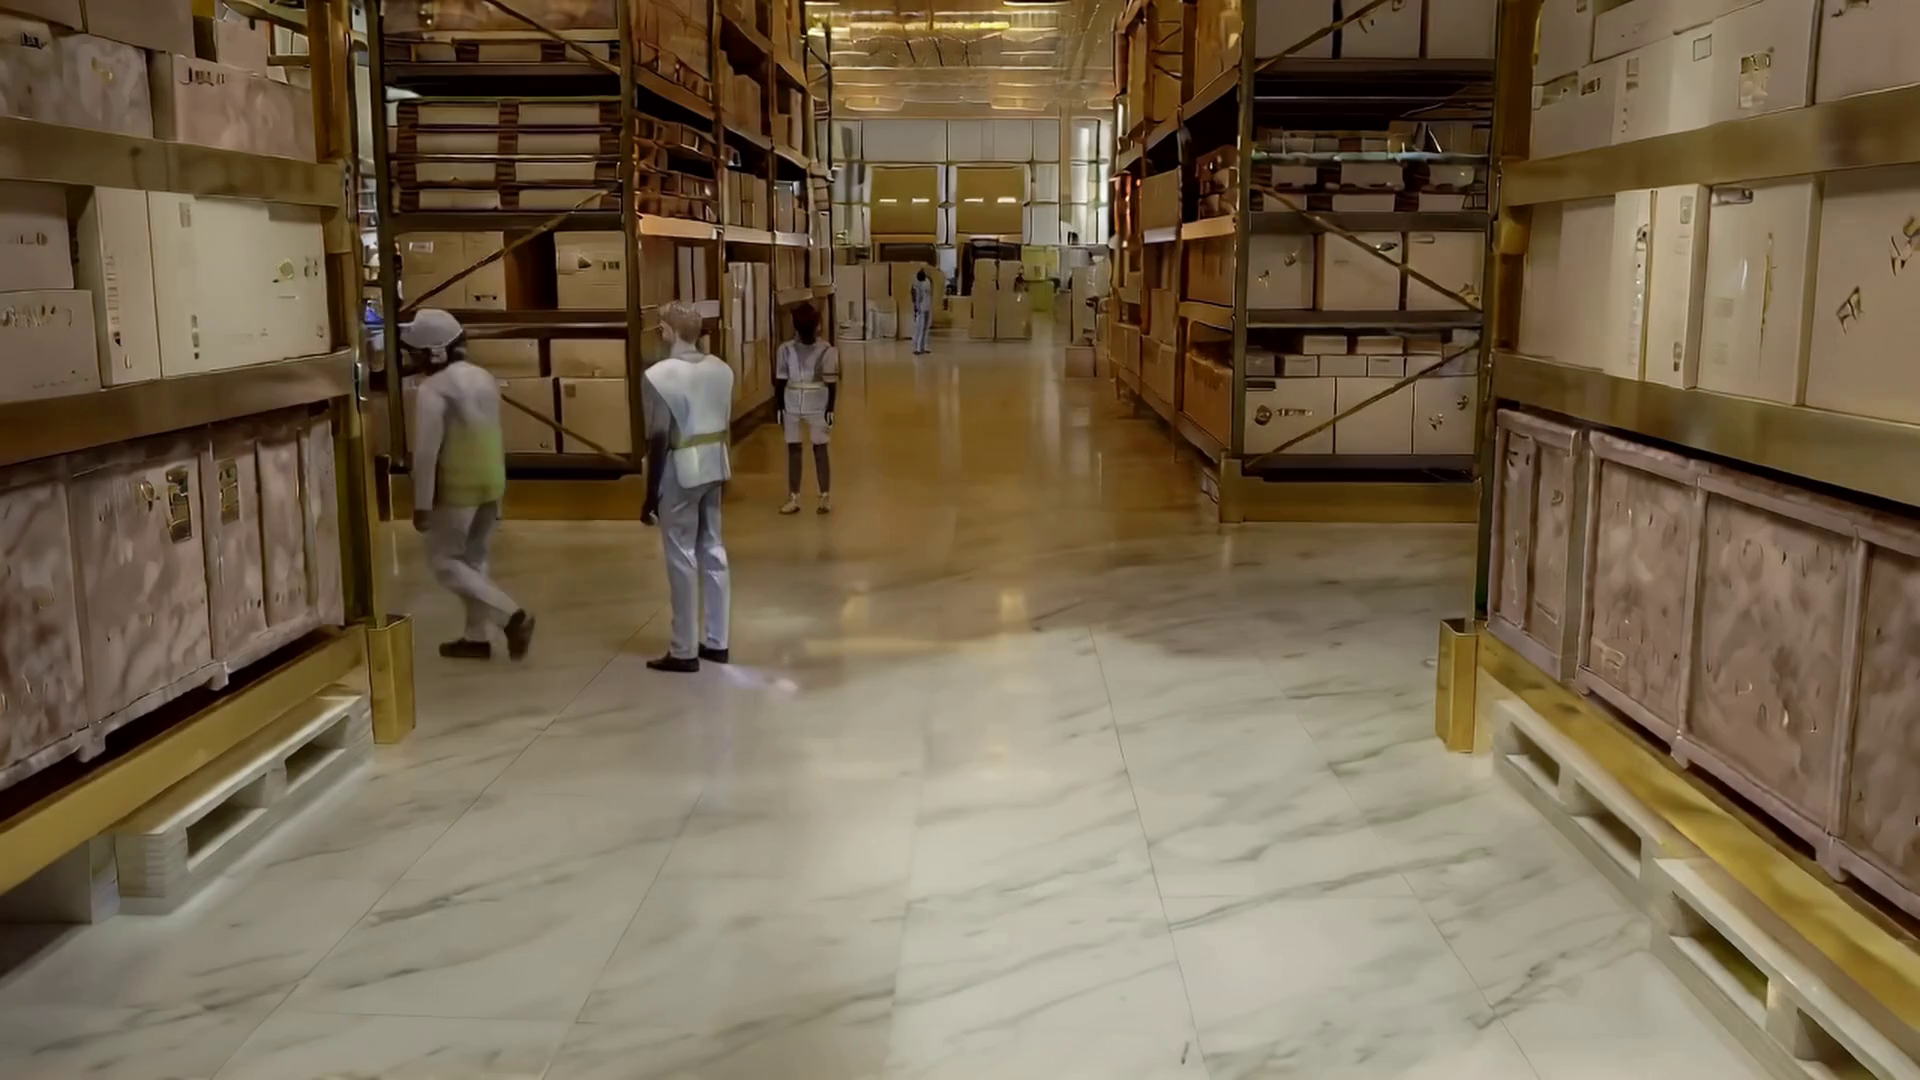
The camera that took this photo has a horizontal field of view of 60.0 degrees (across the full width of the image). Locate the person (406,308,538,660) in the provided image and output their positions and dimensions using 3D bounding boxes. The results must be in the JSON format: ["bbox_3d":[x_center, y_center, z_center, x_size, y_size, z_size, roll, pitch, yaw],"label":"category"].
[{"bbox_3d":[-2.403,-0.242,8.240,0.629,1.798,0.626,2,10,13],"label":"person"}]

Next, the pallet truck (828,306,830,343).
[{"bbox_3d":[-3.100,-3.940,29.800,1.885,1.965,0.823,3,10,19],"label":"pallet truck"}]

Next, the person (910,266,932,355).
[{"bbox_3d":[-0.833,-5.026,36.478,0.358,1.938,0.636,7,12,37],"label":"person"}]

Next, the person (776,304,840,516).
[{"bbox_3d":[-1.227,-1.037,13.317,0.533,1.697,0.318,2,10,14],"label":"person"}]

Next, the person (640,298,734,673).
[{"bbox_3d":[-1.339,-0.263,8.231,0.390,1.846,0.565,6,11,34],"label":"person"}]

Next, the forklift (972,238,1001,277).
[{"bbox_3d":[0.867,-8.532,54.668,1.129,2.768,1.873,0,9,1],"label":"forklift"}]

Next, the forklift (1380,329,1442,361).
[{"bbox_3d":[8.783,-4.744,31.979,1.873,2.768,1.129,-5,11,-28],"label":"forklift"}]

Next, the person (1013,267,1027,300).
[{"bbox_3d":[1.777,-6.839,47.496,1.001,1.883,0.645,1,10,9],"label":"person"}]

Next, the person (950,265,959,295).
[{"bbox_3d":[-0.216,-10.392,68.670,0.385,1.922,0.594,-3,10,-18],"label":"person"}]
